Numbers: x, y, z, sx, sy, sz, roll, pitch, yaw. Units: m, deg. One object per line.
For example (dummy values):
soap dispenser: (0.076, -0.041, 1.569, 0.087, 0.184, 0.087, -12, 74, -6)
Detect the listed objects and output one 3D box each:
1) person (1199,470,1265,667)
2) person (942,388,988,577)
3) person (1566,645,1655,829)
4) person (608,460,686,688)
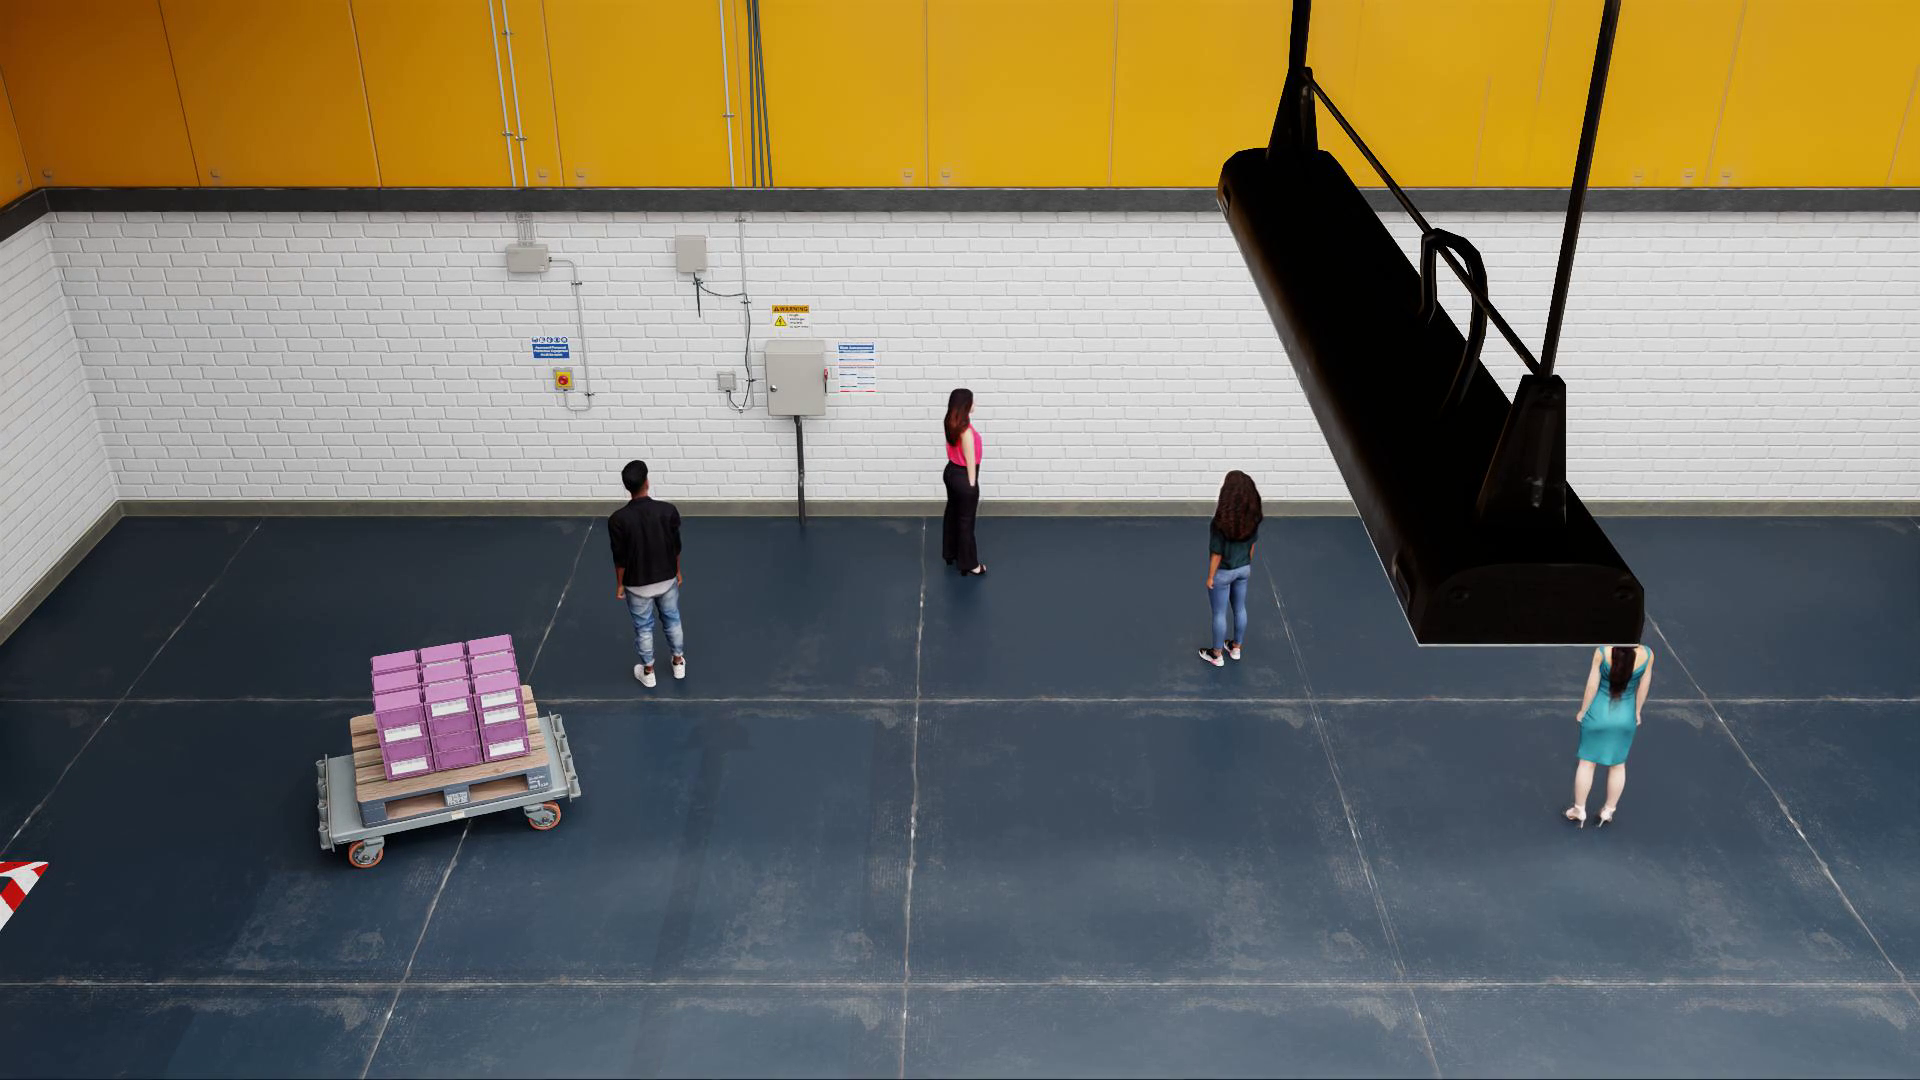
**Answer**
person: (2.060, 0.211, 12.662, 0.703, 1.617, 0.733, -14, 32, -24)
person: (0.020, -0.501, 13.924, 0.726, 1.659, 0.601, -13, 31, -23)
person: (4.244, 1.156, 10.859, 0.569, 1.686, 0.516, 4, 29, 7)
person: (-2.307, 0.260, 12.374, 0.777, 1.807, 0.751, -11, 31, -20)
